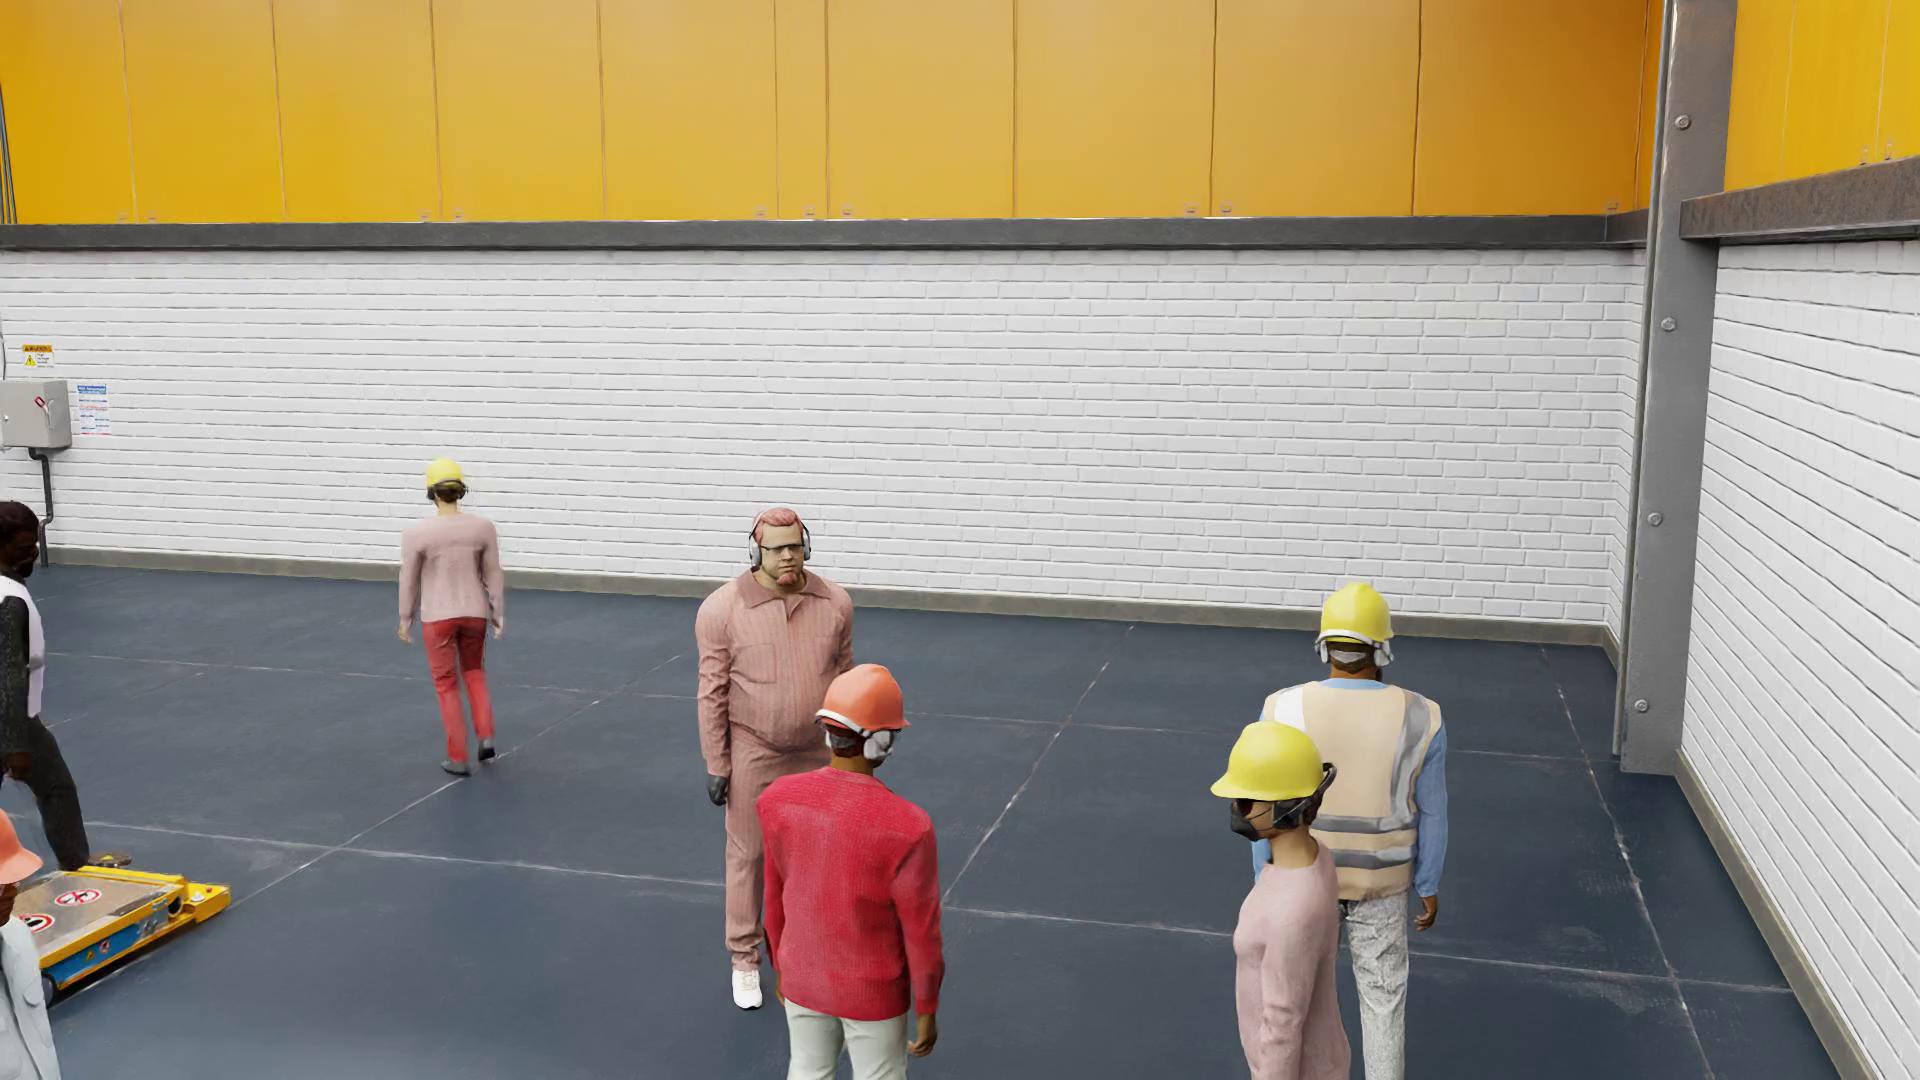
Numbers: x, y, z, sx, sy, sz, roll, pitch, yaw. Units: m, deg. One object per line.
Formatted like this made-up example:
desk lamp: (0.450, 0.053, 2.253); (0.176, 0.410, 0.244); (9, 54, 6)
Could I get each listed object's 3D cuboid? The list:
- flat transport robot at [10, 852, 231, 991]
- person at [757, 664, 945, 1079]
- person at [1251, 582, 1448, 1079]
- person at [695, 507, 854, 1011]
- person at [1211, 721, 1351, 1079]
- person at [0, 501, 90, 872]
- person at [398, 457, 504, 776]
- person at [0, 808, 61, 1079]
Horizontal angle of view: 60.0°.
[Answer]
flat transport robot: (-3.667, 1.590, 6.612); (0.652, 0.197, 1.431); (3, 10, 15)
person: (-0.286, 1.198, 4.606); (0.574, 1.740, 0.352); (5, 11, 28)
person: (1.223, 1.040, 5.269); (0.602, 1.828, 0.404); (2, 10, 10)
person: (-0.673, 0.817, 6.356); (0.645, 1.908, 0.408); (-5, 11, -27)
person: (0.763, 1.292, 4.005); (0.344, 1.762, 0.527); (3, 10, 15)
person: (-4.040, 0.746, 6.961); (0.633, 1.850, 1.002); (9, 13, 43)
person: (-2.786, 0.424, 9.124); (0.539, 1.751, 0.390); (-8, 12, -38)
person: (-2.042, 1.377, 3.506); (0.327, 1.752, 0.563); (0, 10, -3)
